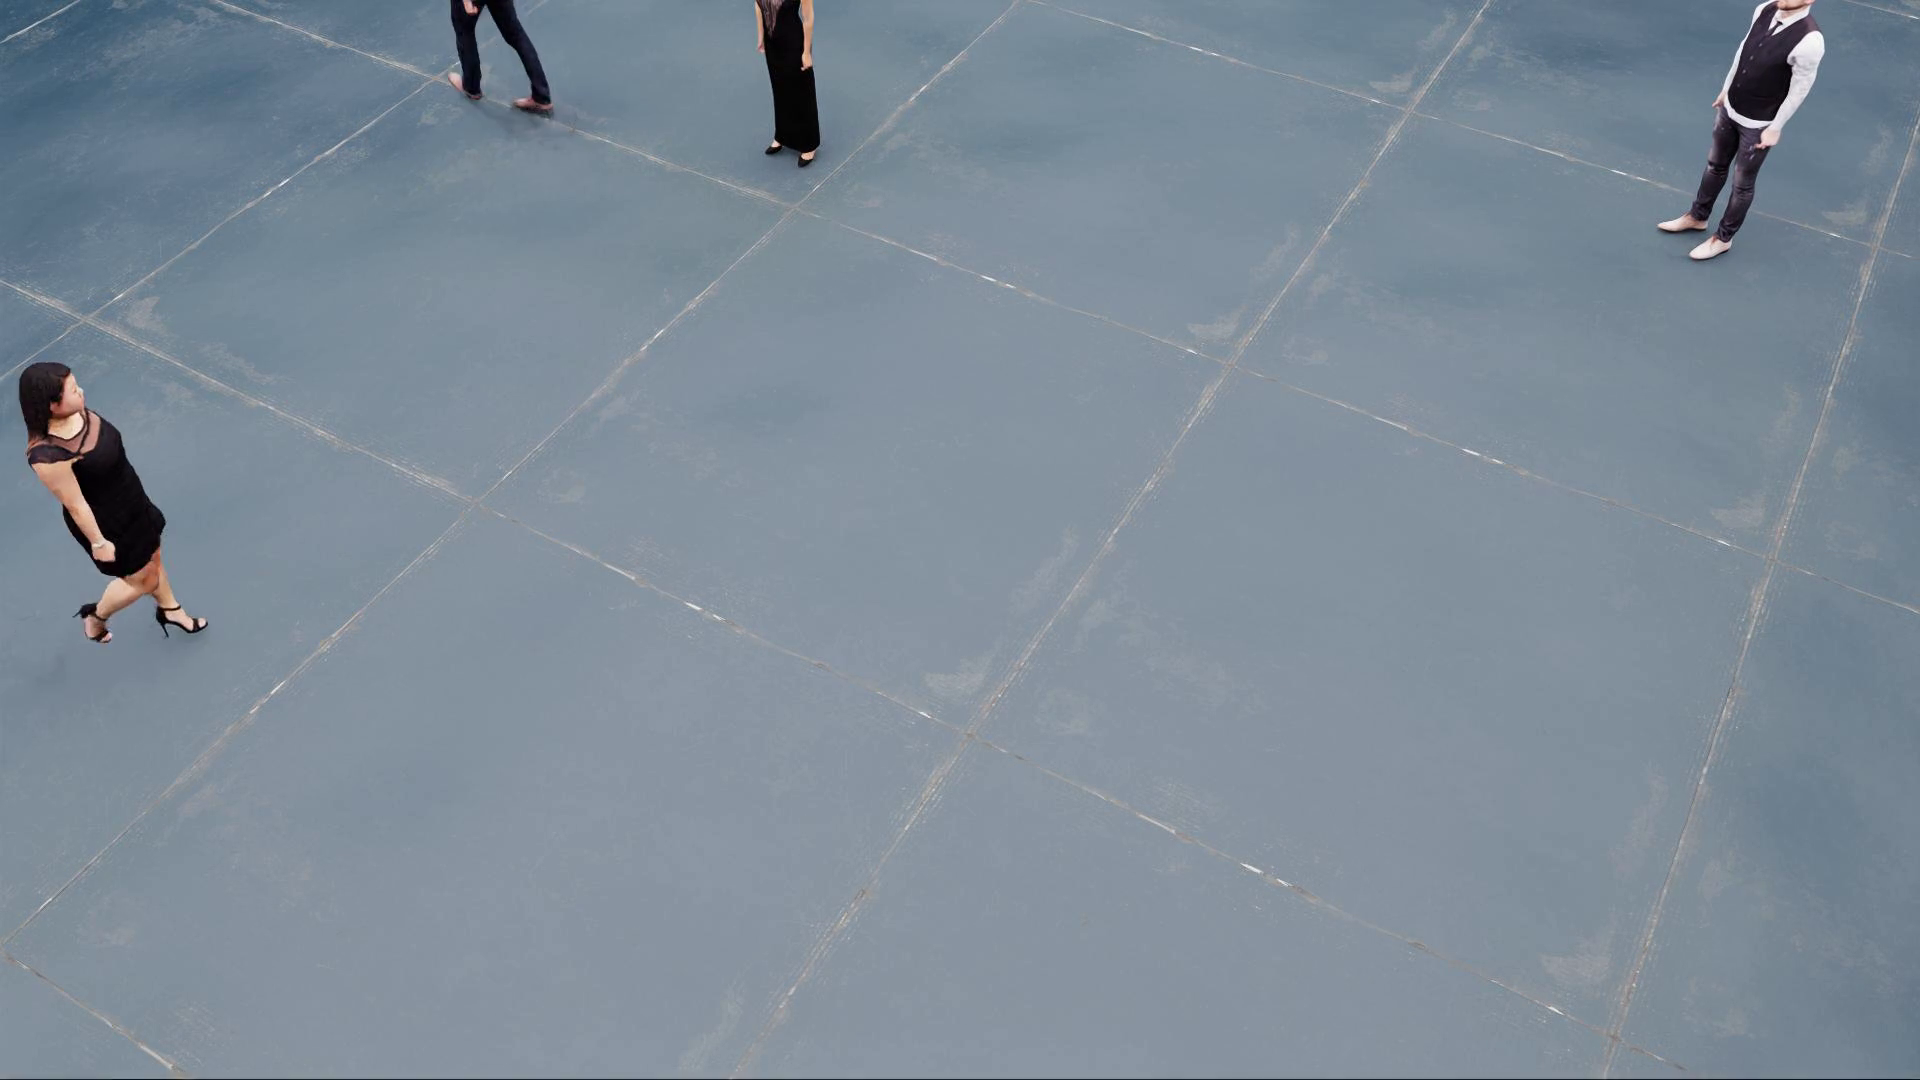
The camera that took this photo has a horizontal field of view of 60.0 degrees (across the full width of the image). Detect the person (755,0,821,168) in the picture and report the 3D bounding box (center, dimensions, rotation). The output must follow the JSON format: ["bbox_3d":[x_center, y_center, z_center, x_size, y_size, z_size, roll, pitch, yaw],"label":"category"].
[{"bbox_3d":[-1.067,-3.086,10.329,0.454,1.604,0.640,26,52,22],"label":"person"}]

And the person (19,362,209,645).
[{"bbox_3d":[-3.909,-0.087,7.490,0.961,1.701,0.899,-10,48,-9],"label":"person"}]

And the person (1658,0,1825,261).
[{"bbox_3d":[4.574,-2.457,9.597,0.838,1.823,0.768,-13,49,-12],"label":"person"}]

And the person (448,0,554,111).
[{"bbox_3d":[-3.001,-3.539,10.612,1.013,1.803,0.688,18,50,16],"label":"person"}]
